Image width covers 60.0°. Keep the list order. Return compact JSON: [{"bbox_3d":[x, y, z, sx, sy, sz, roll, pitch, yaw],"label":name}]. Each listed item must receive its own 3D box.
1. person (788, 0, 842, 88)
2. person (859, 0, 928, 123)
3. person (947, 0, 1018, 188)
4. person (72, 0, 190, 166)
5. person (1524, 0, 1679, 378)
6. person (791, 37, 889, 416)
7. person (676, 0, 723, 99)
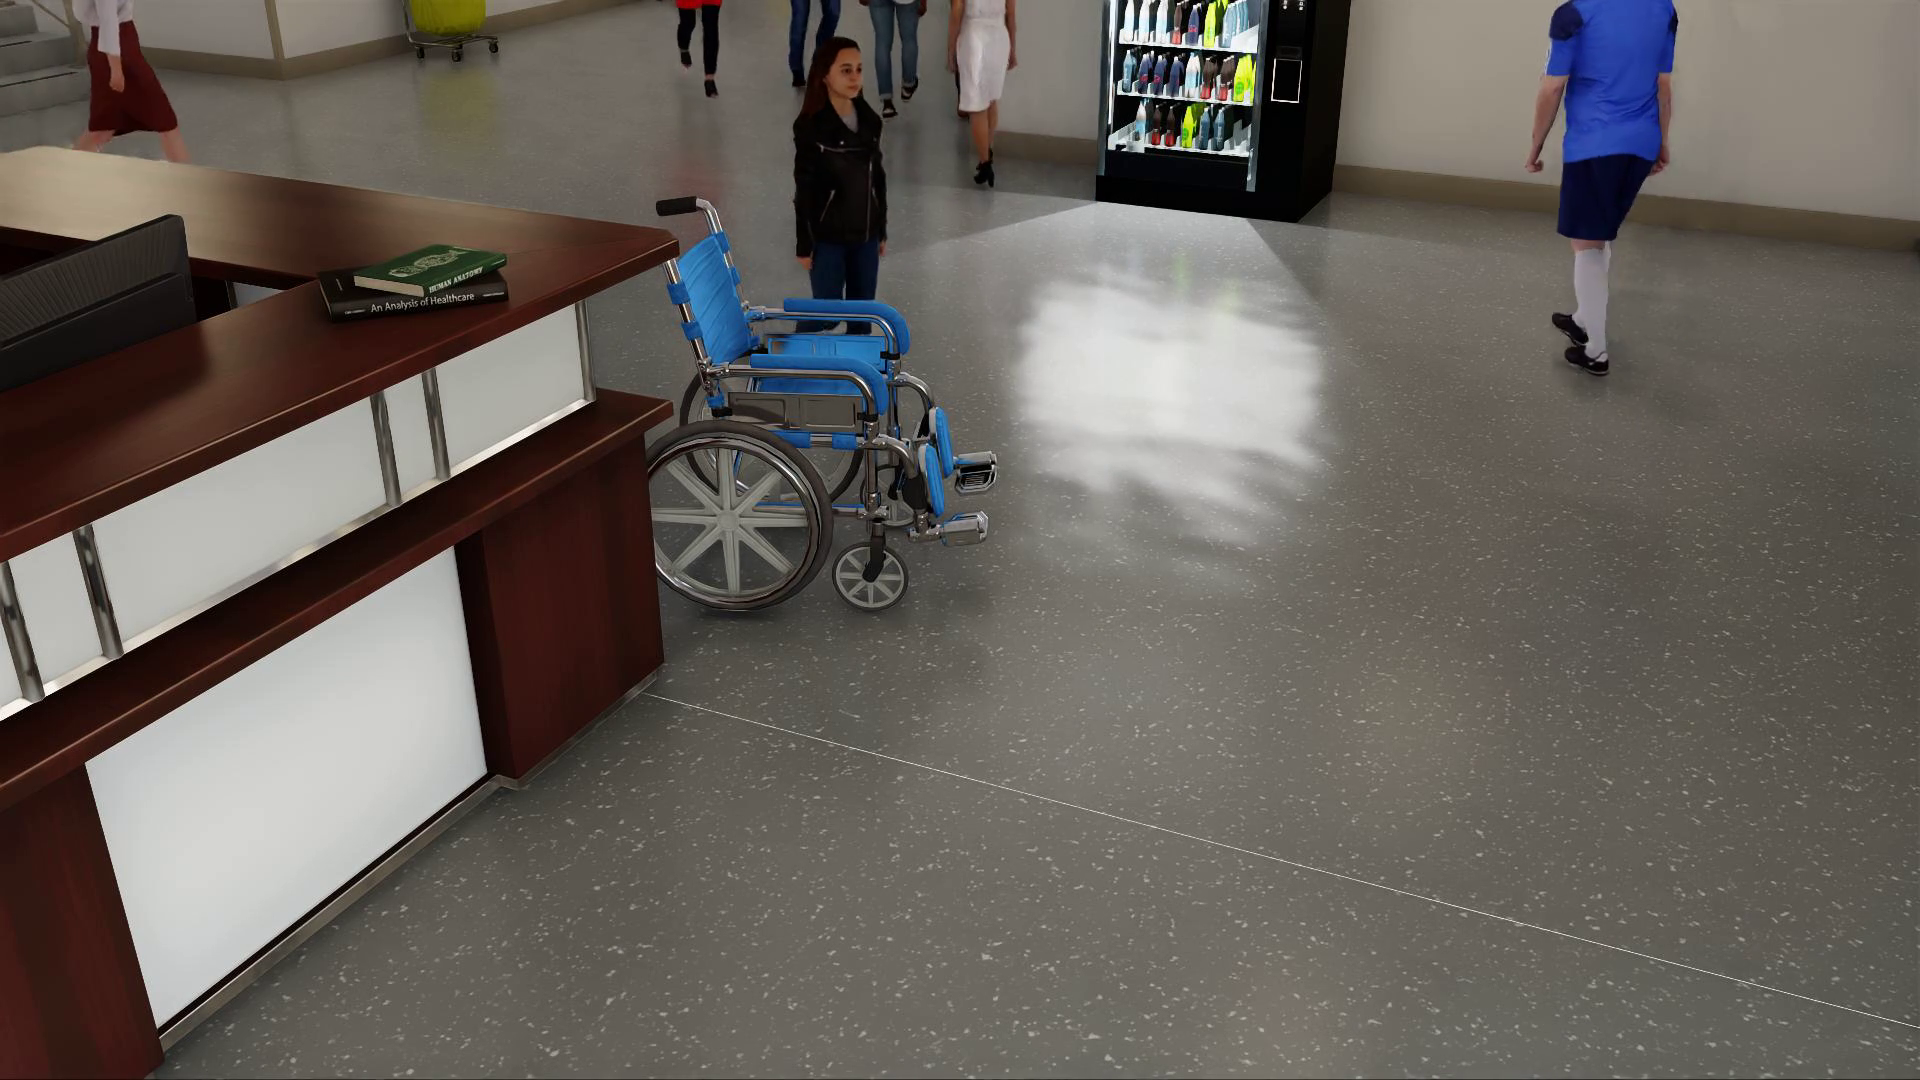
[{"bbox_3d":[-1.127,-4.430,12.717,0.818,1.869,0.890,-4,26,-9],"label":"person"},{"bbox_3d":[-0.474,-3.761,11.458,1.280,1.758,1.051,2,26,5],"label":"person"},{"bbox_3d":[0.171,-2.860,9.836,0.703,1.544,0.761,-12,28,-24],"label":"person"},{"bbox_3d":[-4.563,-2.475,8.841,0.961,1.713,1.126,-21,33,-37],"label":"person"},{"bbox_3d":[2.718,-1.571,6.877,0.943,1.791,0.990,-3,26,-6],"label":"person"},{"bbox_3d":[-0.501,-1.215,6.509,0.764,1.470,0.885,-18,31,-33],"label":"person"},{"bbox_3d":[-1.977,-4.207,12.410,0.959,1.733,1.028,-10,27,-20],"label":"person"}]
